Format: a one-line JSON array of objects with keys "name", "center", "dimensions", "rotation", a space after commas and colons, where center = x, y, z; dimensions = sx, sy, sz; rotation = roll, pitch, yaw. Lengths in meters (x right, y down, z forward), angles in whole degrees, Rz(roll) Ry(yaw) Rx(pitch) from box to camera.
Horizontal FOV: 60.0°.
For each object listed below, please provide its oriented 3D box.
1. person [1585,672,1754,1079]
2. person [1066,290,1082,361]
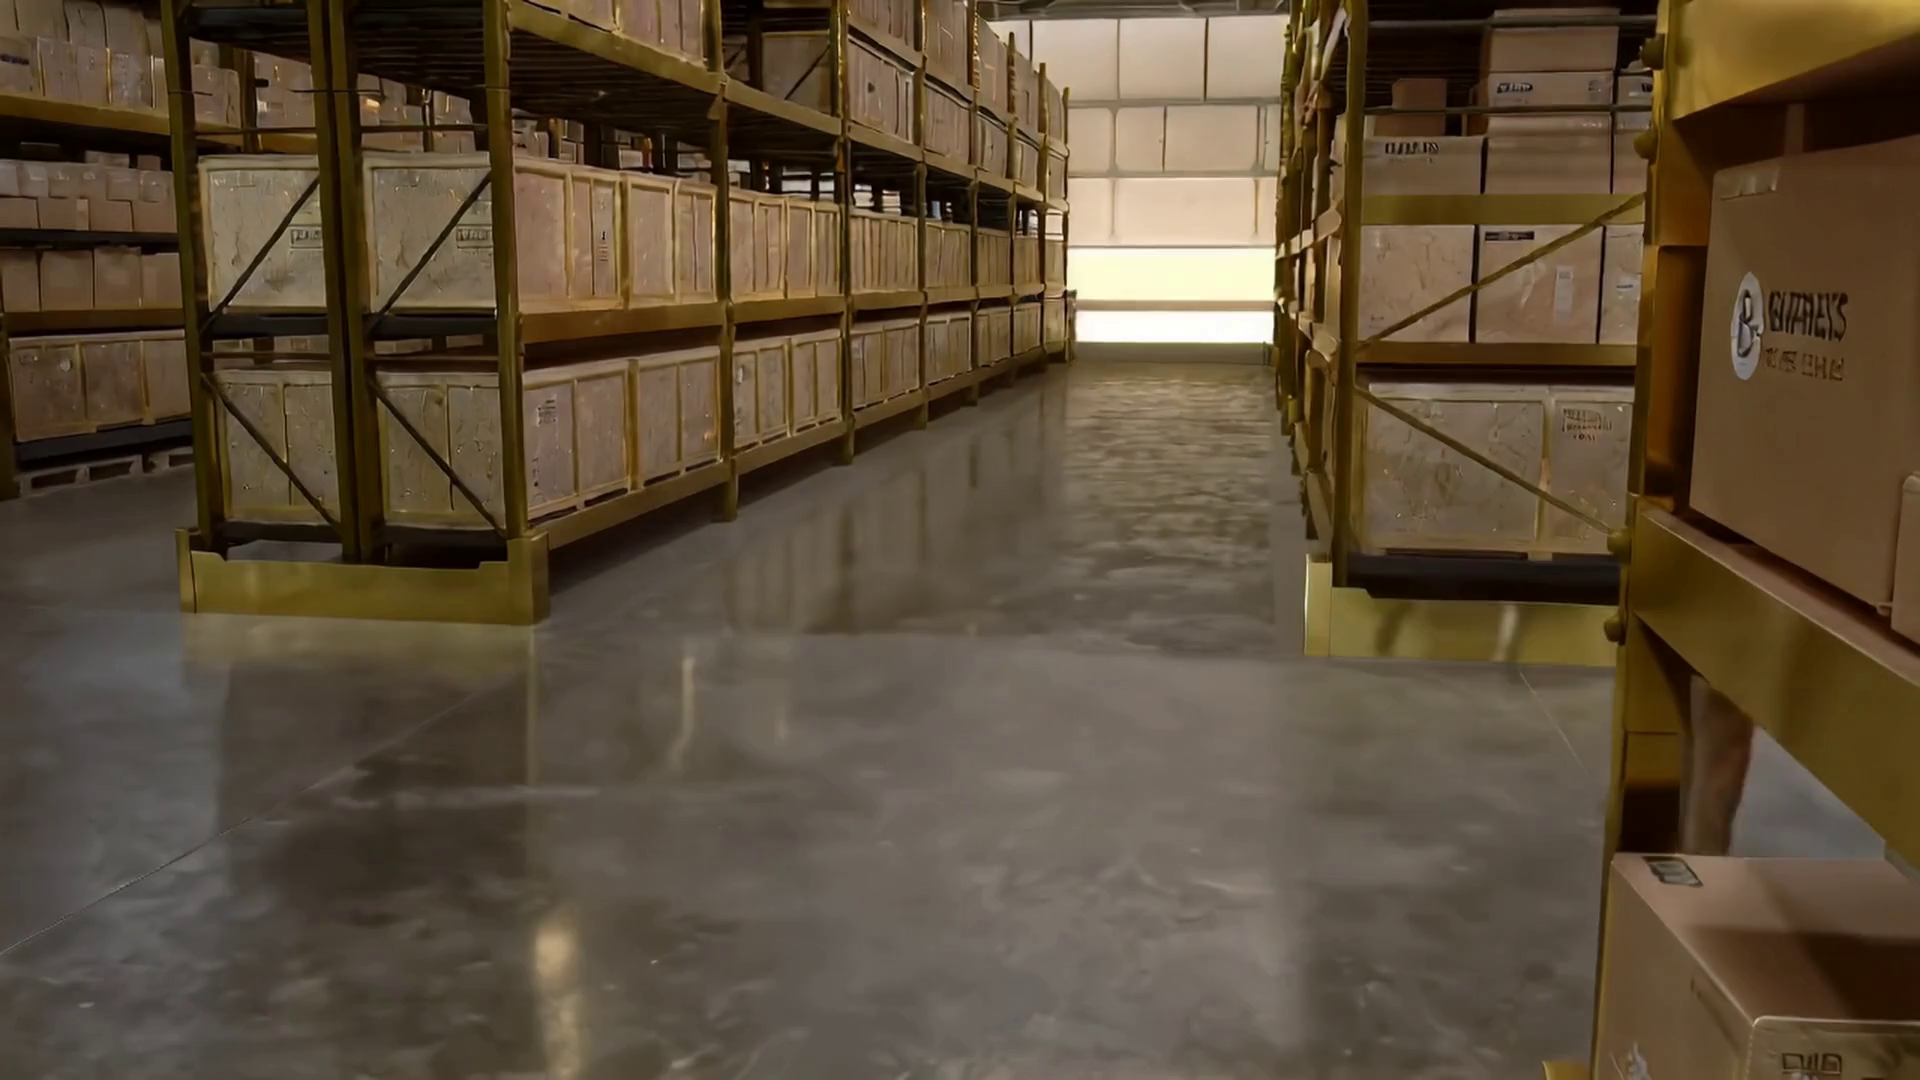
[{"name": "person", "center": [1.605, 0.636, 3.639], "dimensions": [0.453, 1.614, 0.521], "rotation": [1, 9, 3]}, {"name": "person", "center": [2.475, -4.884, 37.877], "dimensions": [0.553, 1.617, 0.525], "rotation": [1, 9, 8]}]
